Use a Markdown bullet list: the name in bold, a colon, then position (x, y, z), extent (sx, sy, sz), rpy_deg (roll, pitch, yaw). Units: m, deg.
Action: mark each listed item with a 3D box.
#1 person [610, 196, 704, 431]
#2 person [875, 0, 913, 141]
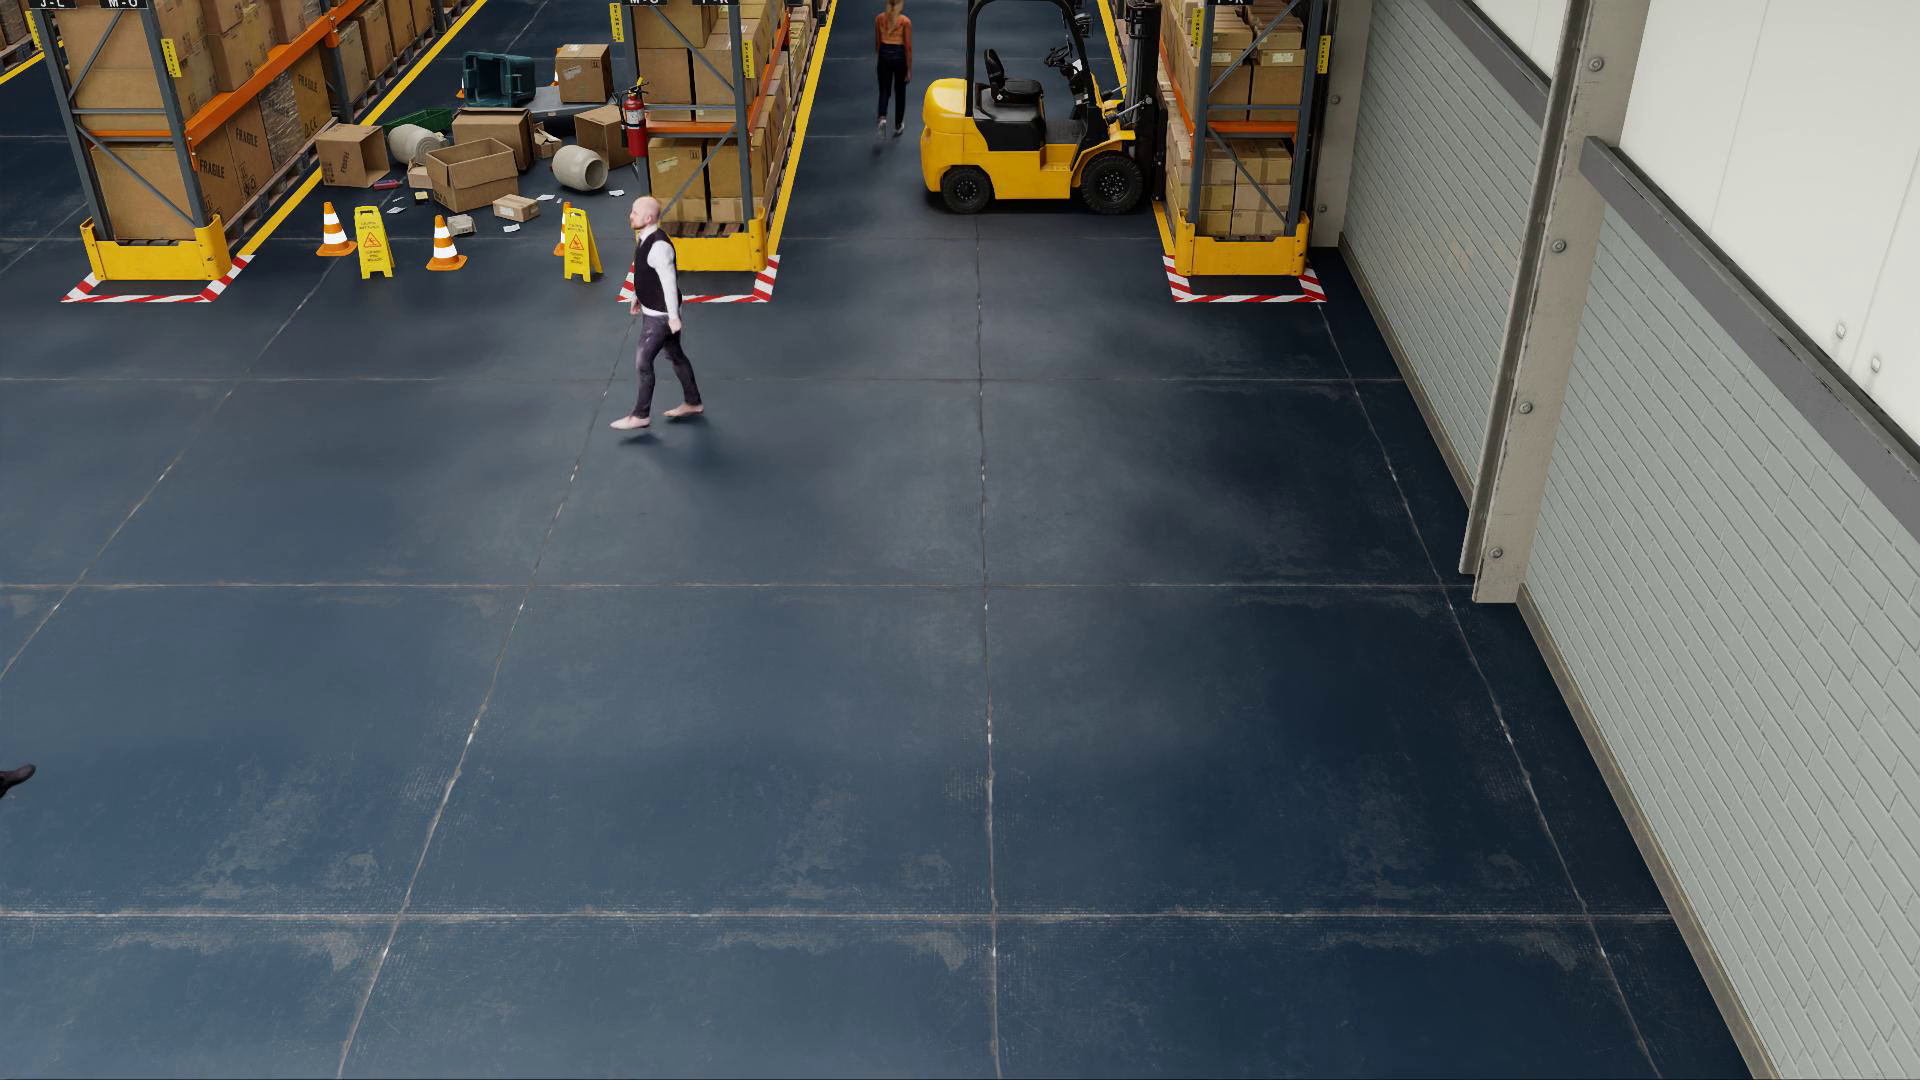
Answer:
- **person**: position (-2.148, -1.696, 12.412), extent (0.977, 1.795, 1.032), rpy_deg (-11, 34, -17)
- **person**: position (-0.746, -5.121, 18.013), extent (0.700, 1.610, 1.041), rpy_deg (6, 33, 10)
